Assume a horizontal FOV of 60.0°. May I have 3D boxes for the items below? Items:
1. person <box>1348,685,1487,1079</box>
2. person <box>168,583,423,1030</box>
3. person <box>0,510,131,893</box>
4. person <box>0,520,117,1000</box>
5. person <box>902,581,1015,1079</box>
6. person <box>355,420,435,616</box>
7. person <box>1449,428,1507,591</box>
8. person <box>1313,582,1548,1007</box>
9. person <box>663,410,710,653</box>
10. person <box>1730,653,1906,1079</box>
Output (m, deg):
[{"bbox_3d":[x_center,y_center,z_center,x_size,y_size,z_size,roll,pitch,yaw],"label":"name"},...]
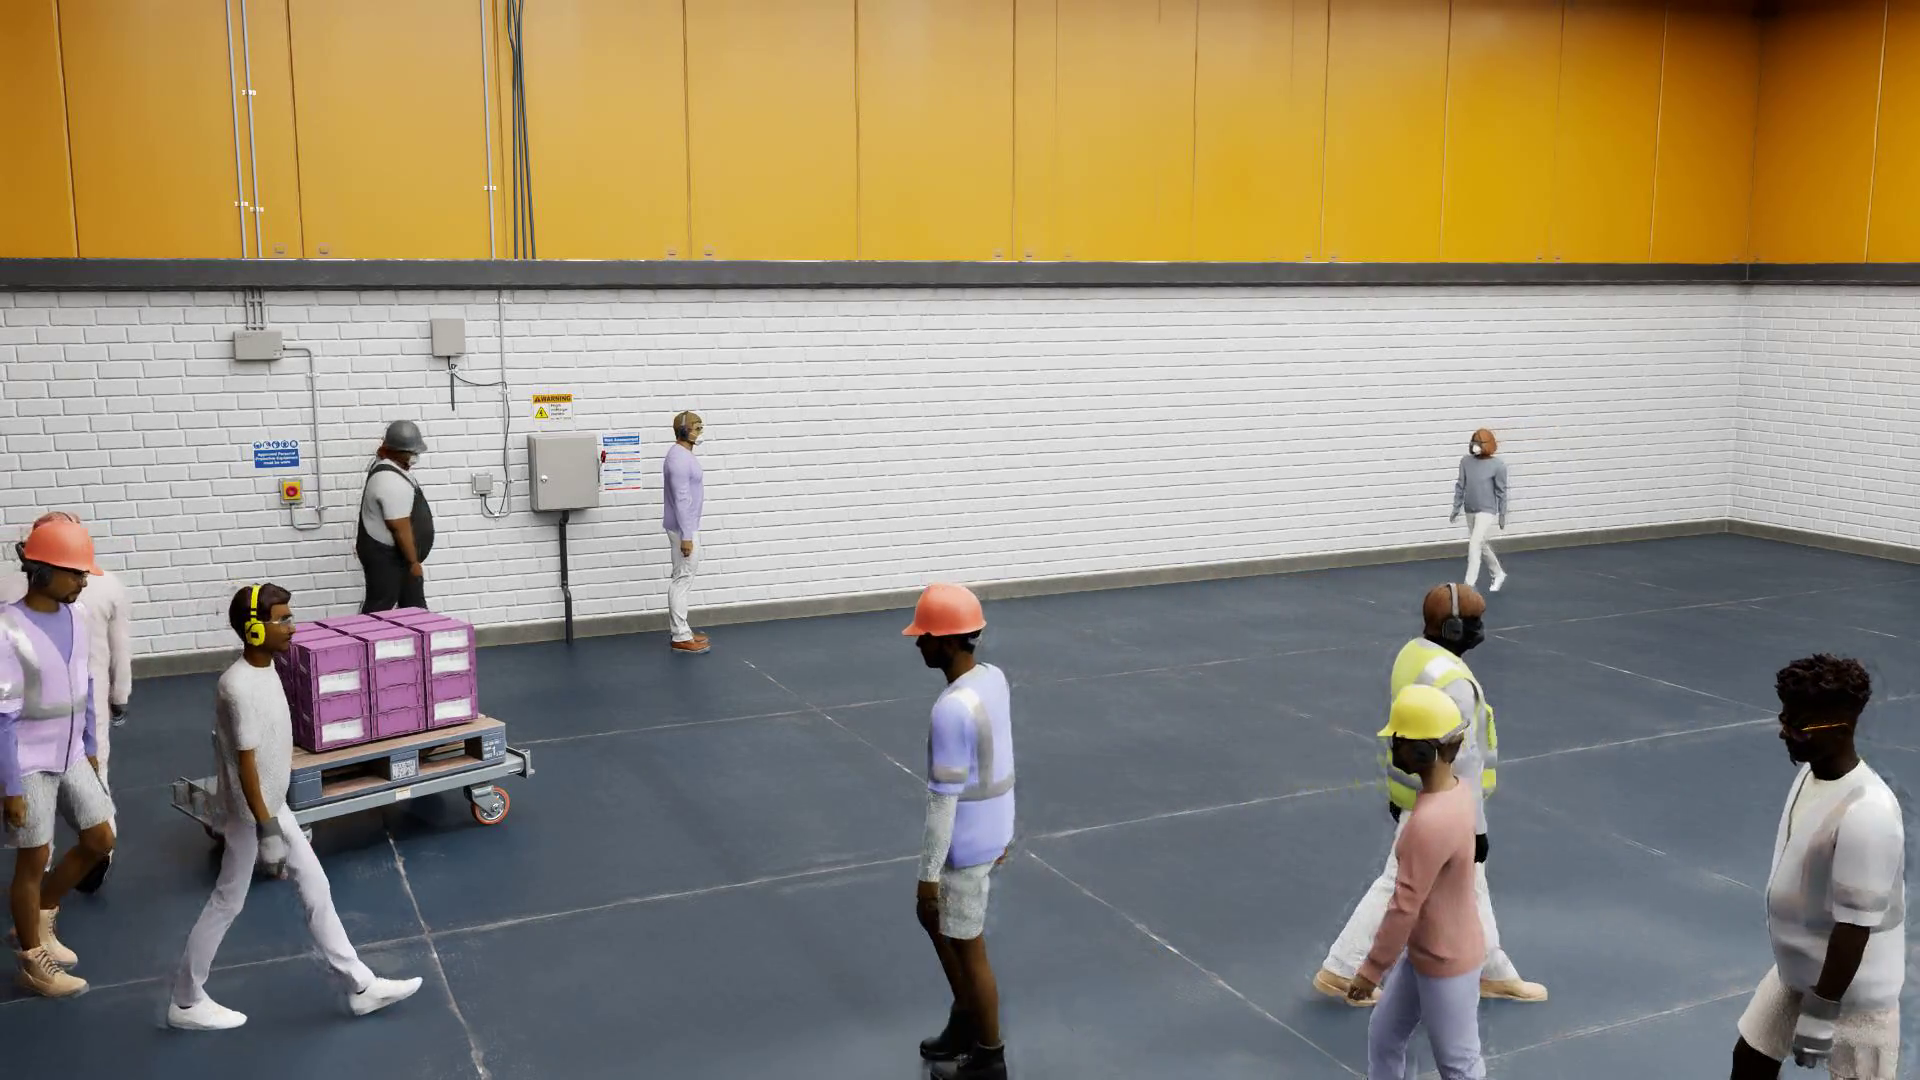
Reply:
[{"bbox_3d":[1.421,1.322,5.331,0.781,1.733,0.526,3,10,19],"label":"person"},{"bbox_3d":[-2.729,1.070,6.611,1.003,1.818,0.548,-1,9,-6],"label":"person"},{"bbox_3d":[-4.425,0.792,8.192,0.660,1.875,0.821,-6,11,-33],"label":"person"},{"bbox_3d":[-3.789,0.918,6.950,0.480,2.013,0.651,2,9,11],"label":"person"},{"bbox_3d":[-0.035,1.097,6.136,0.543,1.915,0.583,3,10,16],"label":"person"},{"bbox_3d":[-4.134,0.046,12.283,0.862,2.000,0.739,-2,9,-14],"label":"person"},{"bbox_3d":[4.902,-0.262,15.562,0.808,1.600,0.497,-6,11,-32],"label":"person"},{"bbox_3d":[1.932,1.059,6.802,0.979,1.802,0.631,1,9,5],"label":"person"},{"bbox_3d":[-2.200,-0.070,13.320,0.353,1.937,0.635,-1,9,-9],"label":"person"},{"bbox_3d":[2.473,1.281,4.992,0.949,1.915,0.629,2,9,11],"label":"person"}]
